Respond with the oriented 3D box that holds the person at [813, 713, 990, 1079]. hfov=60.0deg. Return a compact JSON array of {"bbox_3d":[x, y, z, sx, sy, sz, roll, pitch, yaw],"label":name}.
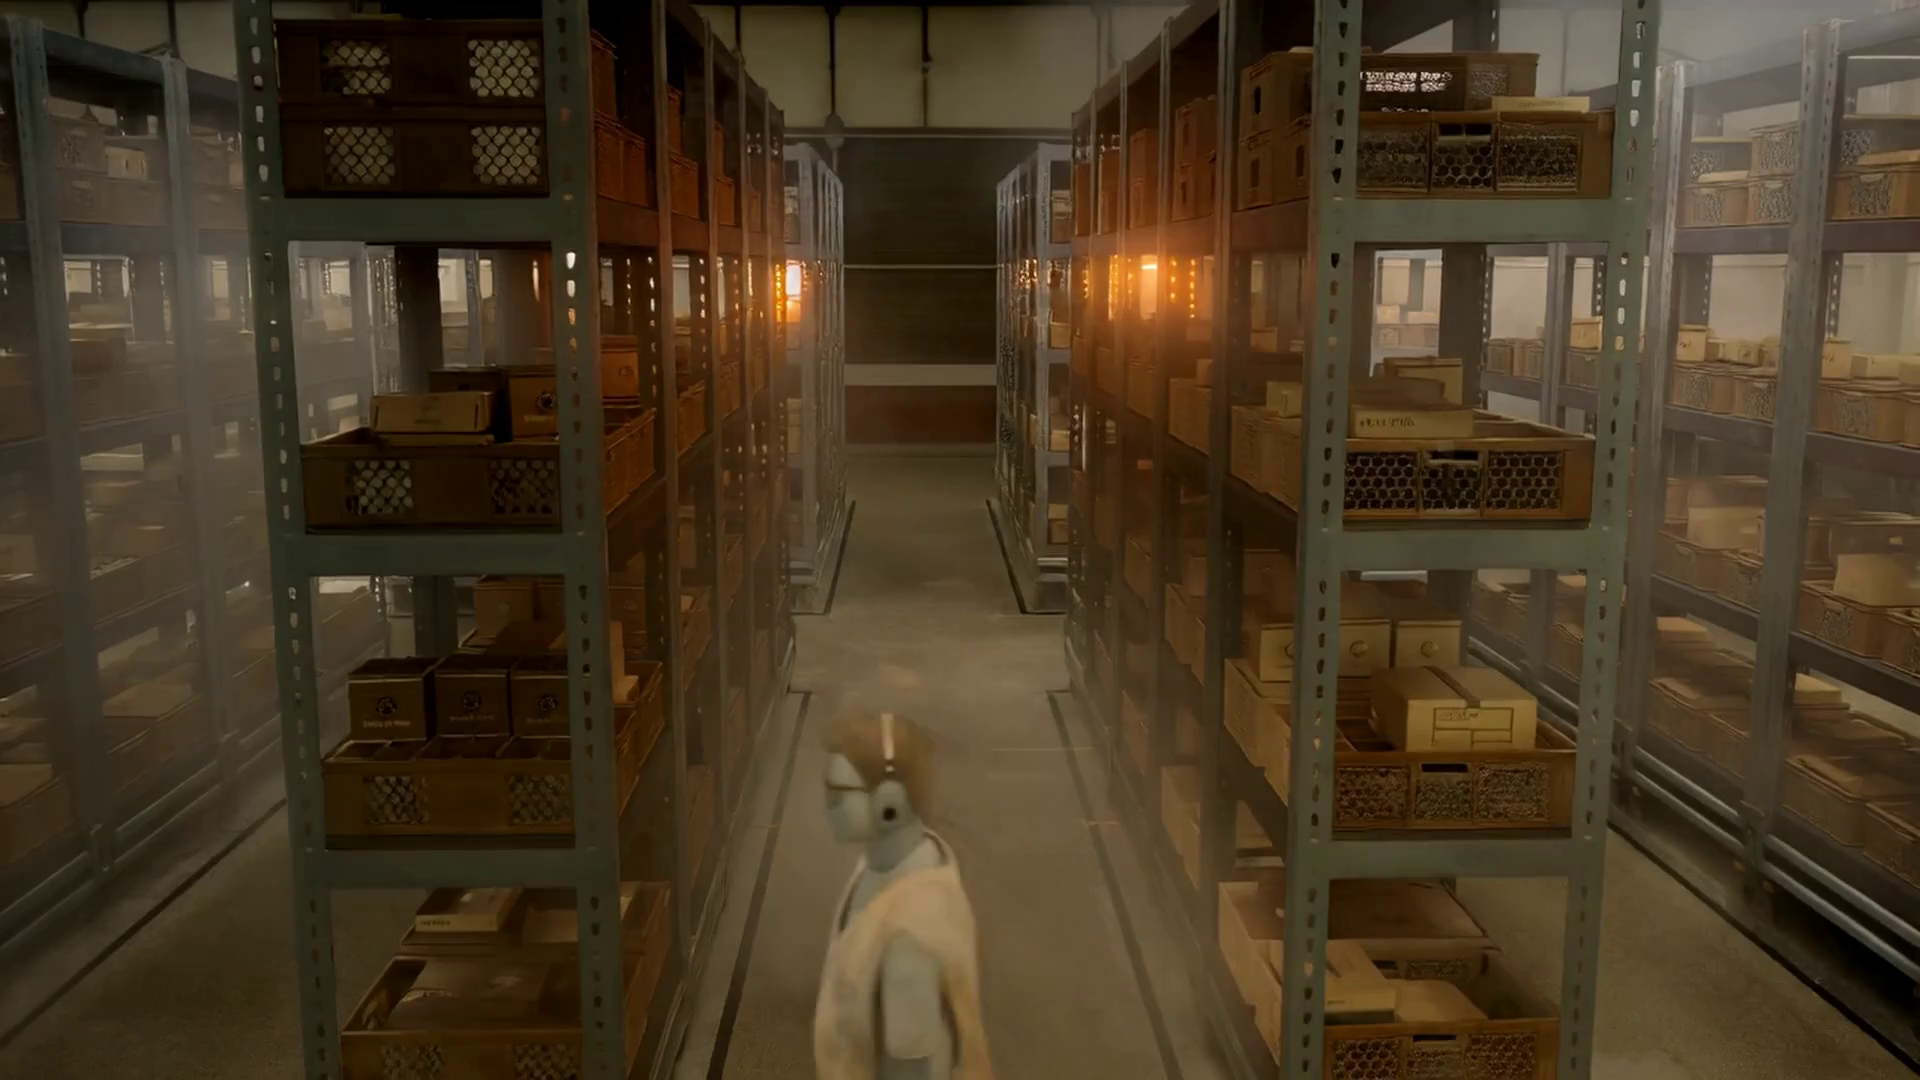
[{"bbox_3d":[-0.072,1.231,3.434,0.903,1.815,0.576,-1,9,-7],"label":"person"}]
